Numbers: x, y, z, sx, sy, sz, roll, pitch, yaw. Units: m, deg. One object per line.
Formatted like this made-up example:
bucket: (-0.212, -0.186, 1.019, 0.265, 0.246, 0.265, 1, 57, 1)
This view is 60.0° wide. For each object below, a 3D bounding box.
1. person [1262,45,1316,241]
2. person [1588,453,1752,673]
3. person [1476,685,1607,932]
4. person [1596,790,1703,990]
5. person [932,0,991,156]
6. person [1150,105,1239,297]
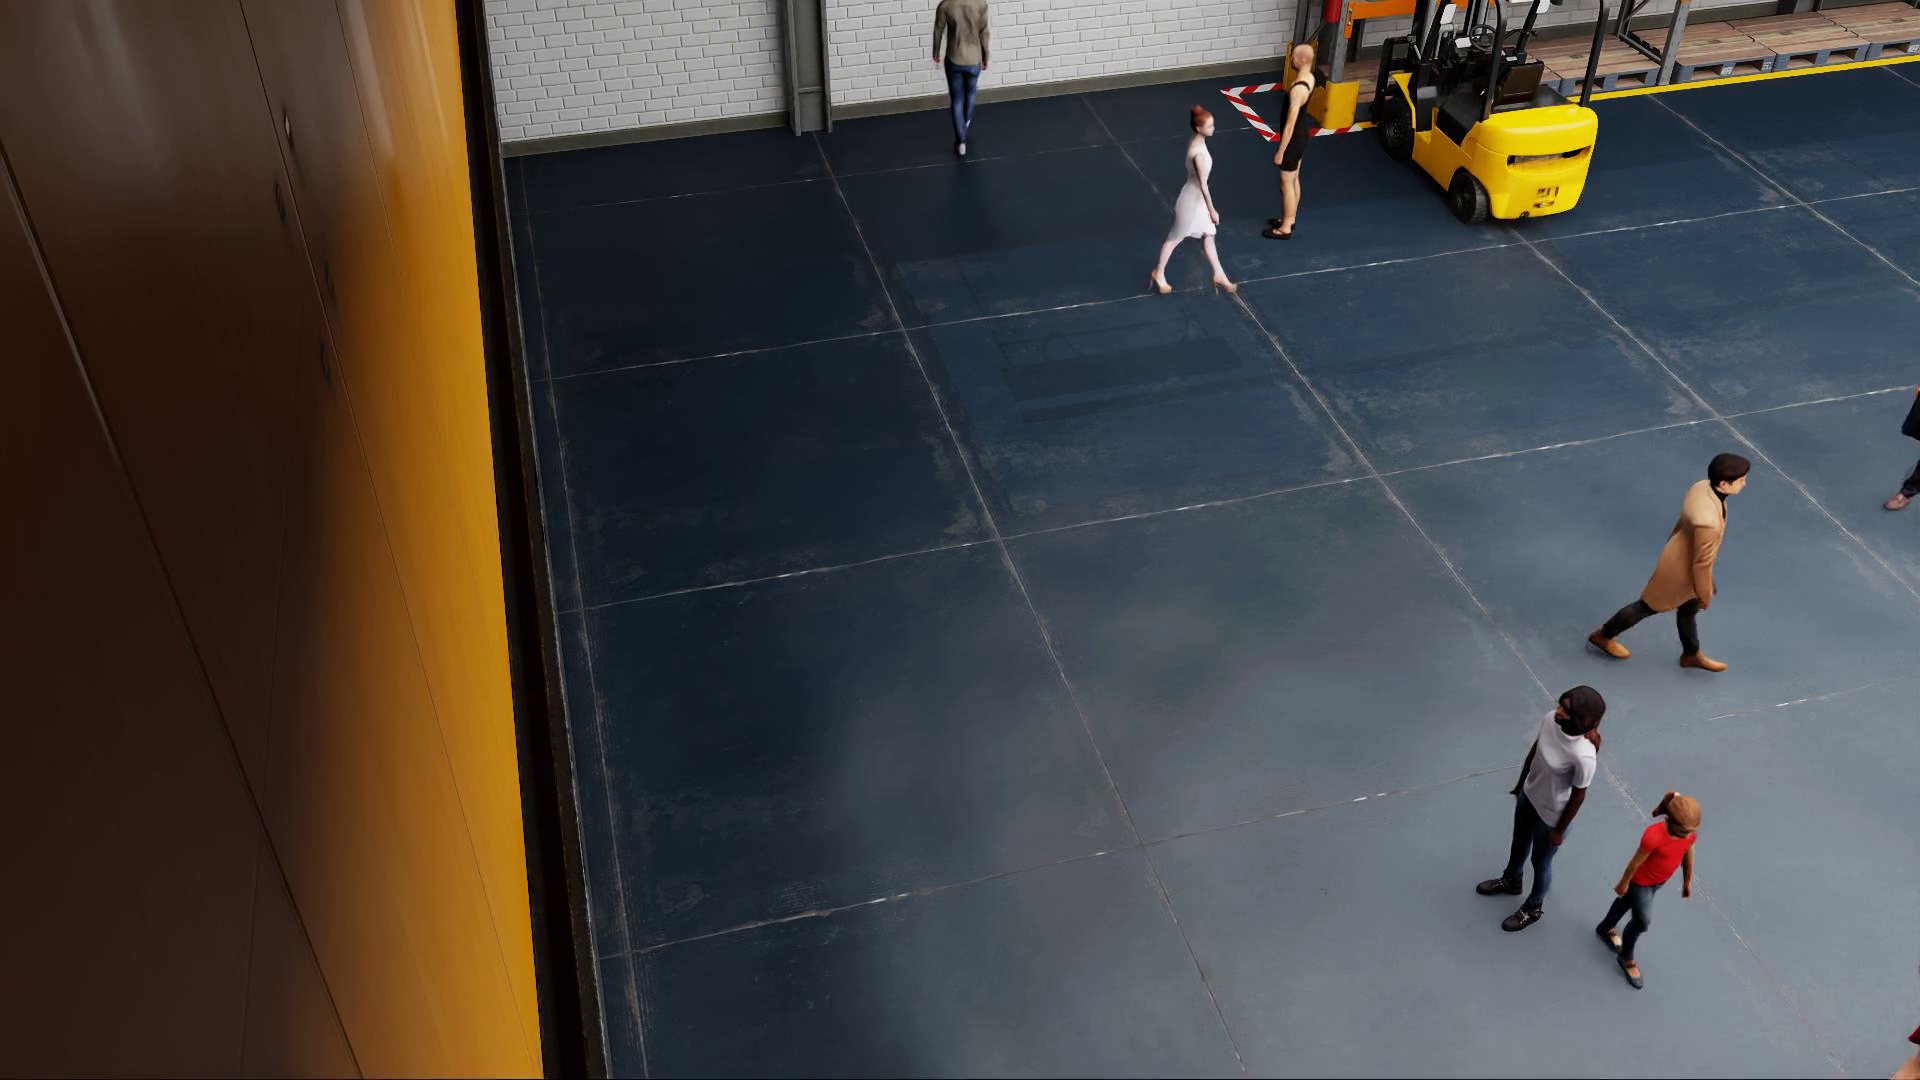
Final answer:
person: (3.053, -3.629, 15.159, 0.712, 1.815, 0.707, 12, 40, 14)
person: (4.489, 0.142, 10.536, 1.207, 1.691, 1.080, 14, 41, 17)
person: (3.146, 1.422, 8.911, 0.517, 1.719, 0.578, -8, 39, -10)
person: (3.625, 1.741, 8.859, 0.621, 1.286, 0.622, -17, 42, -20)
person: (0.028, -4.723, 16.518, 1.029, 1.829, 0.831, -5, 39, -6)
person: (1.879, -2.853, 14.232, 1.077, 1.761, 0.885, 9, 40, 12)
